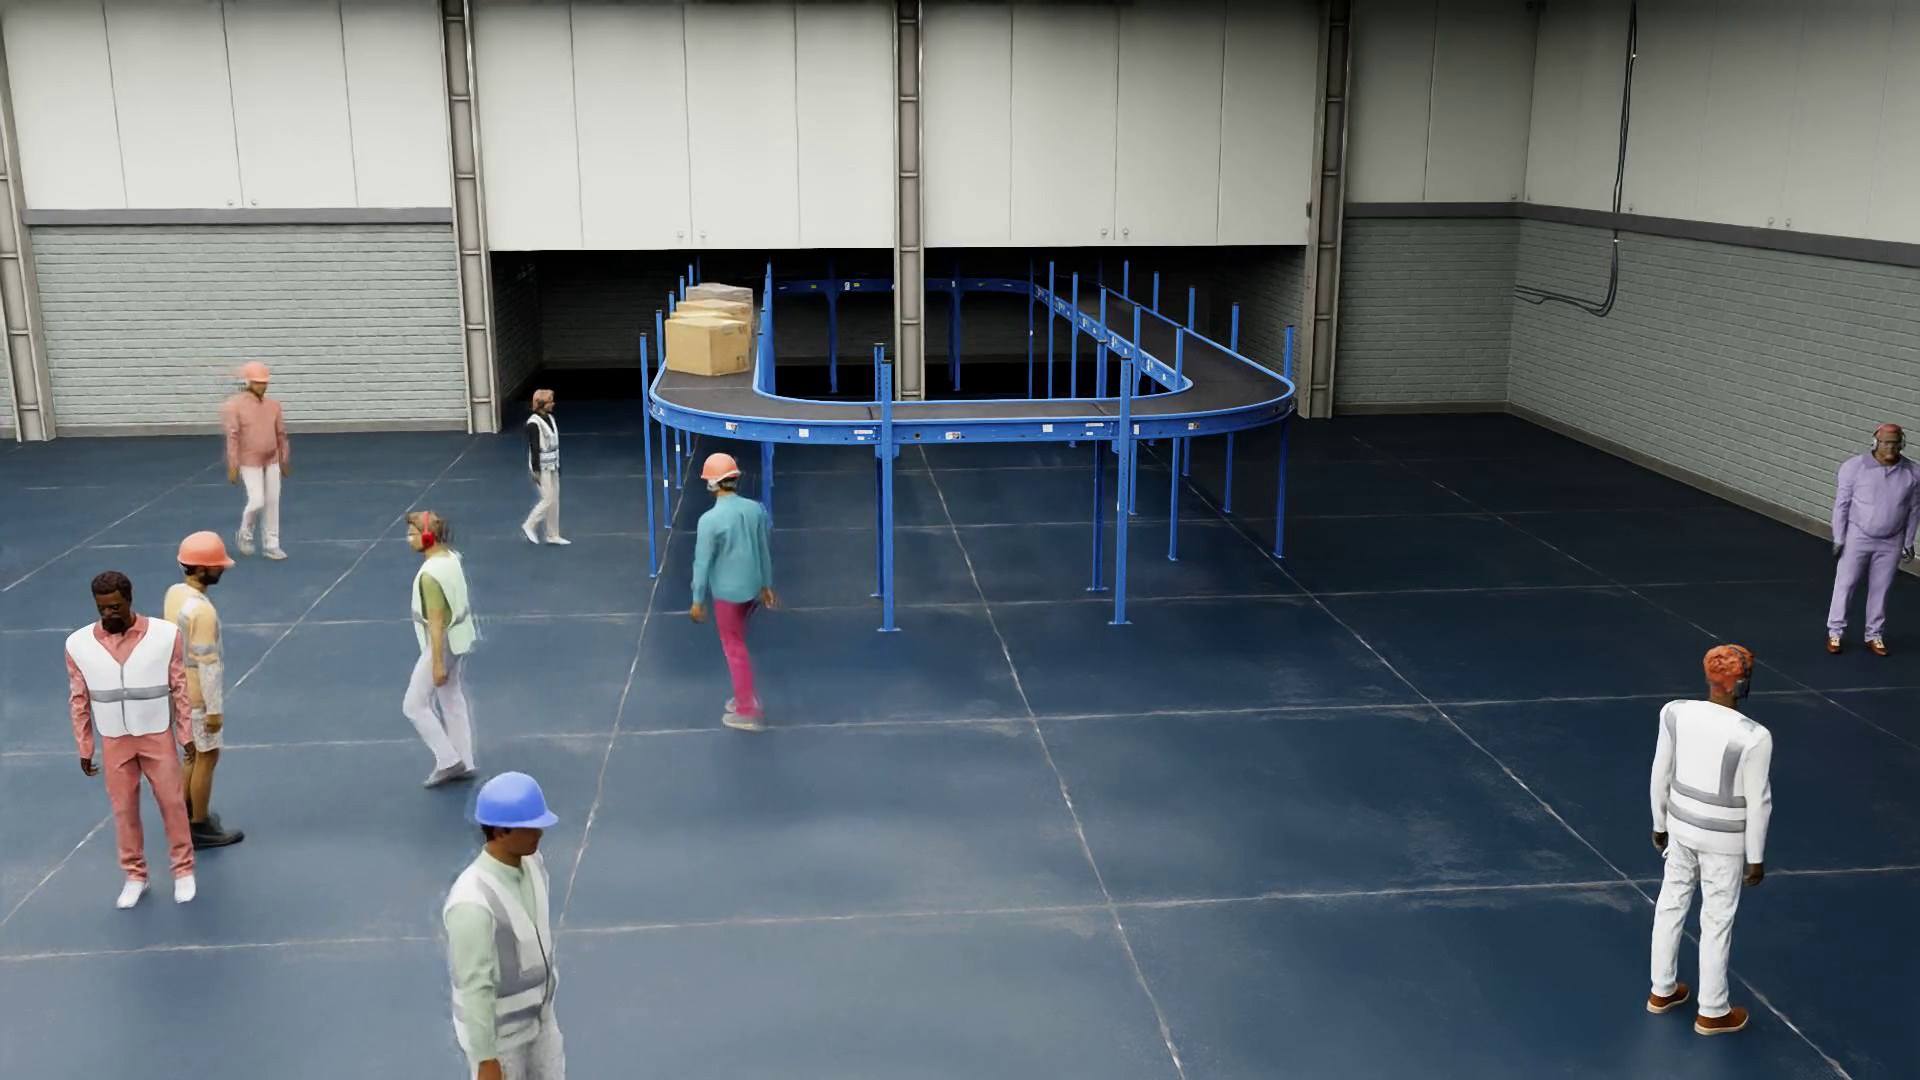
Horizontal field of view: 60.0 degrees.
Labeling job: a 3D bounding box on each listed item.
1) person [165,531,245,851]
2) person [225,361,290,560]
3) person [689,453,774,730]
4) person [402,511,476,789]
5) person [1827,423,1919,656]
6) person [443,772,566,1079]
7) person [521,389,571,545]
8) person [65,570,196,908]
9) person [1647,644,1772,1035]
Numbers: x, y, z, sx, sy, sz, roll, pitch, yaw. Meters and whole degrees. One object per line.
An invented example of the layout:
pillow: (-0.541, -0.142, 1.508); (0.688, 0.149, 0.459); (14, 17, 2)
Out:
person: (-4.470, 0.886, 9.858); (0.443, 1.922, 0.569); (-11, 18, -37)
person: (-6.897, -0.777, 16.382); (0.459, 1.980, 0.648); (9, 17, 32)
person: (-1.645, 0.362, 11.835); (0.627, 1.967, 0.630); (8, 16, 29)
person: (-3.385, 0.709, 10.736); (0.494, 1.828, 0.611); (-1, 14, -4)
person: (7.388, -0.002, 13.434); (0.639, 1.911, 0.402); (3, 14, 12)
person: (-1.775, 1.780, 6.268); (0.698, 1.924, 0.621); (3, 14, 13)
person: (-4.214, -0.728, 16.884); (0.376, 1.624, 0.543); (2, 14, 9)
person: (-4.525, 1.076, 9.128); (0.598, 1.908, 0.398); (-4, 15, -17)
person: (3.535, 1.403, 7.862); (0.359, 1.883, 0.573); (-8, 16, -31)
